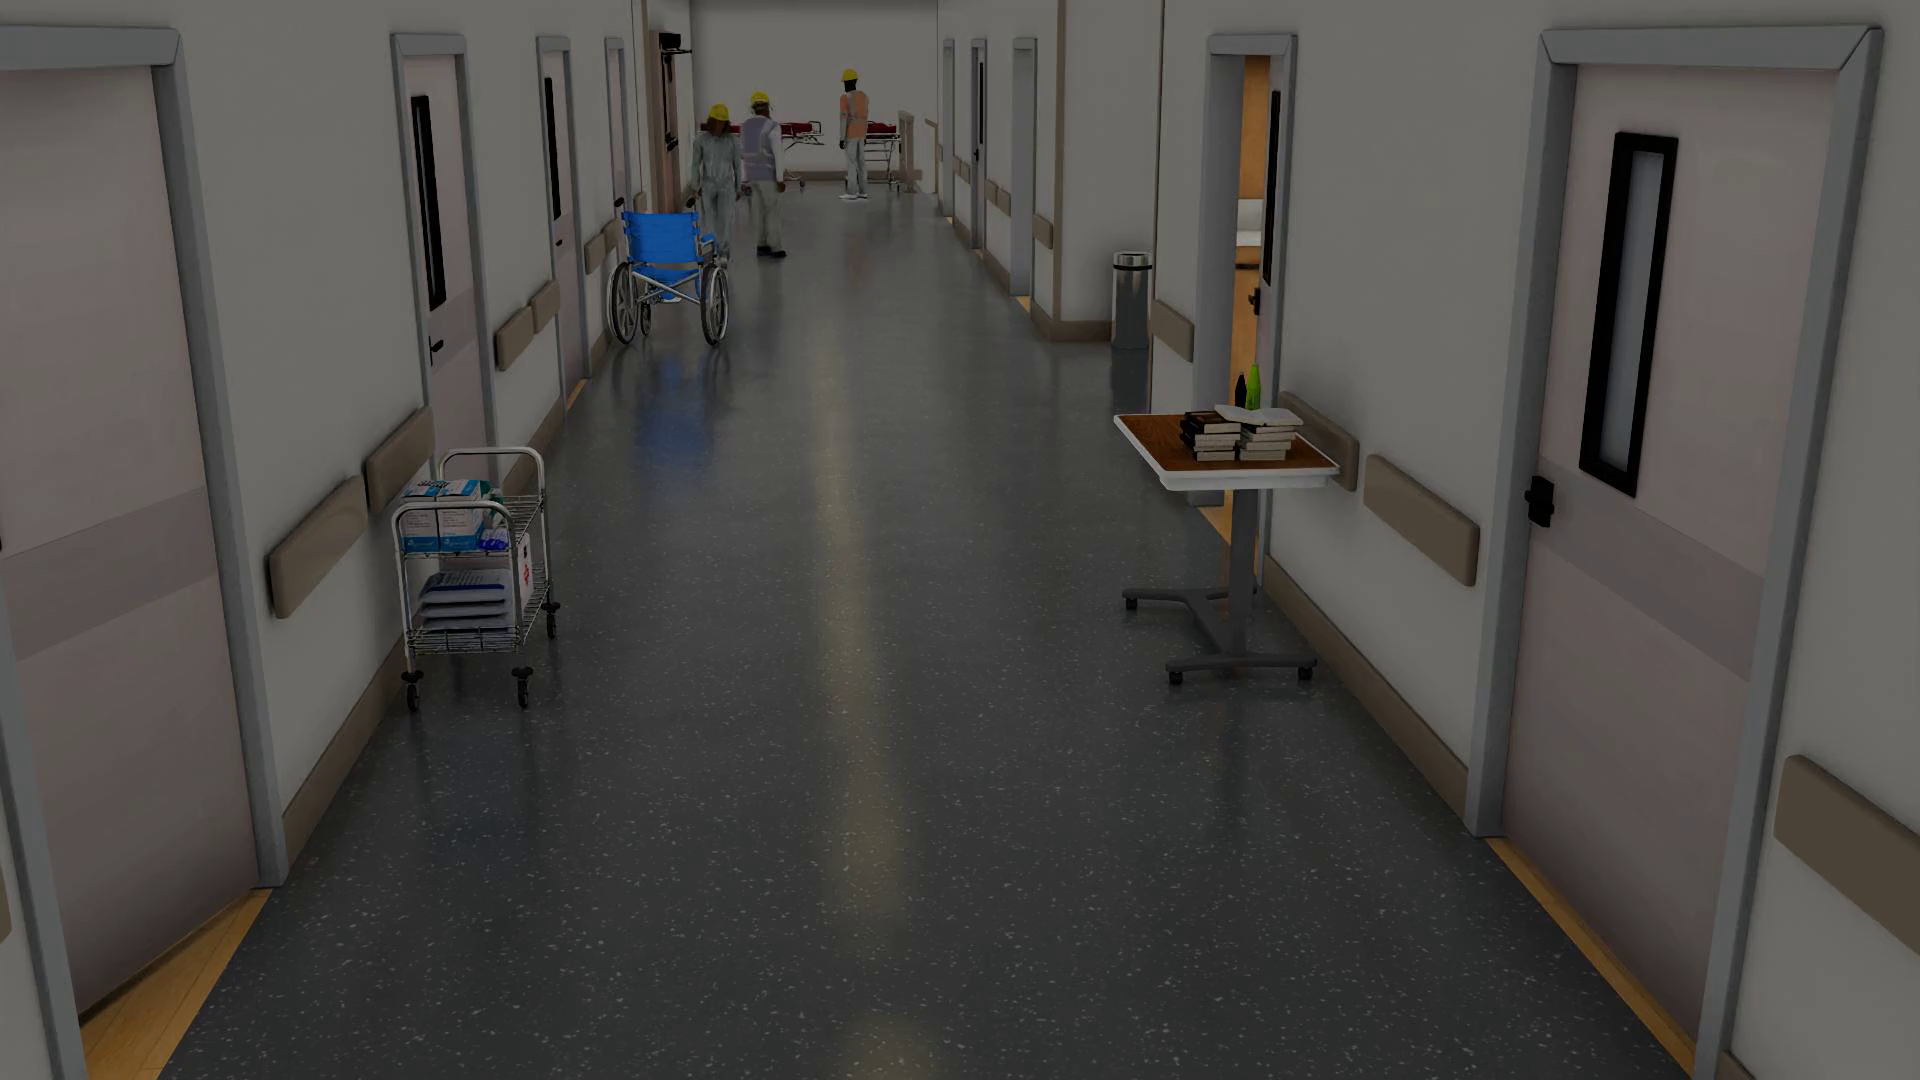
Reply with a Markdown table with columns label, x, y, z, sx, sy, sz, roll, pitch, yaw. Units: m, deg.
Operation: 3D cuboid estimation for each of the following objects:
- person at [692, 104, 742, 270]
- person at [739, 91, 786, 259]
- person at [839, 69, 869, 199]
| label | x | y | z | sx | sy | sz | roll | pitch | yaw |
| --- | --- | --- | --- | --- | --- | --- | --- | --- | --- |
| person | -2.523 | -3.673 | 17.328 | 0.502 | 1.683 | 0.942 | -1 | 17 | -4 |
| person | -2.147 | -3.991 | 18.241 | 0.605 | 1.793 | 0.422 | 14 | 21 | 38 |
| person | -1.619 | -6.115 | 25.102 | 0.397 | 1.920 | 0.586 | 12 | 21 | 35 |
